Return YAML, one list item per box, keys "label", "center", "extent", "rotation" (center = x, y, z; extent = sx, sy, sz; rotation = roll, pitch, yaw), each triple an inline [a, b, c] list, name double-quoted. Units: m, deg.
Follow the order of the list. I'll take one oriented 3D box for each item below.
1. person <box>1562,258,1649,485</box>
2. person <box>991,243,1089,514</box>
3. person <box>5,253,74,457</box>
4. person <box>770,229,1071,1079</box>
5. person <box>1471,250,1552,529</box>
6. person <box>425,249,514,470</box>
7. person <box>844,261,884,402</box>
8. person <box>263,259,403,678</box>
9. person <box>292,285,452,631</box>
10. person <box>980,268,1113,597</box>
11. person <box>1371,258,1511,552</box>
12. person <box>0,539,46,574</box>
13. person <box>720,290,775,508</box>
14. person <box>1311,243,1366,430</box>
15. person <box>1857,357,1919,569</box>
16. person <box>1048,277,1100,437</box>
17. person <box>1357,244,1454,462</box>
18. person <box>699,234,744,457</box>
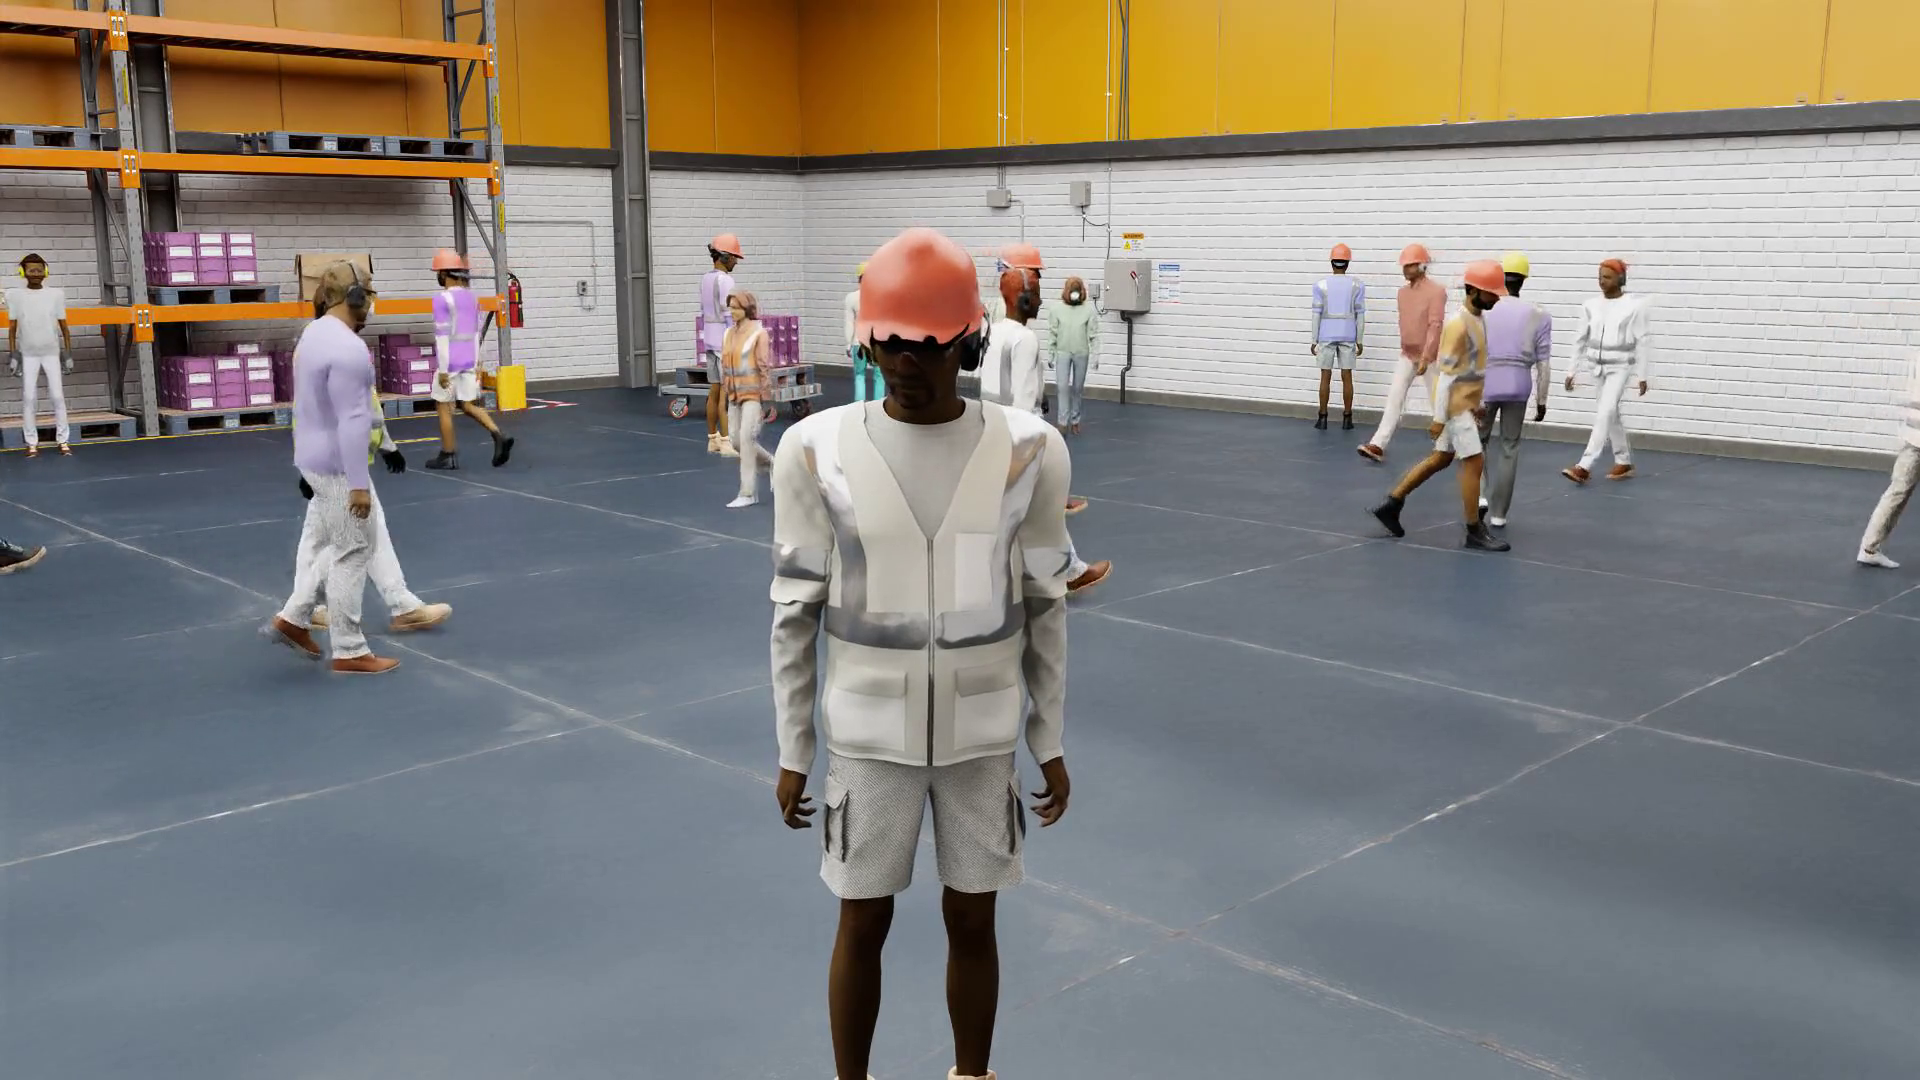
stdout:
- label: "person"
  center: [5.270, -1.374, 13.610]
  extent: [1.001, 1.828, 0.603]
  rotation: [-7, 13, -34]
- label: "person"
  center: [0.524, -1.074, 11.638]
  extent: [0.921, 1.959, 0.620]
  rotation: [0, 10, 2]
- label: "person"
  center: [-8.430, -1.687, 15.250]
  extent: [0.519, 1.860, 0.320]
  rotation: [-6, 12, -29]
- label: "person"
  center: [-0.071, 0.401, 3.382]
  extent: [0.615, 2.030, 0.398]
  rotation: [-1, 10, -6]
- label: "person"
  center: [3.734, -1.022, 11.443]
  extent: [0.622, 1.913, 0.401]
  rotation: [3, 11, 16]
- label: "person"
  center: [-4.263, -1.531, 14.264]
  extent: [0.786, 1.913, 0.549]
  rotation: [4, 11, 22]
- label: "person"
  center: [-0.955, -2.096, 17.783]
  extent: [0.552, 1.748, 0.363]
  rotation: [0, 10, 0]
- label: "person"
  center: [-2.854, -0.306, 7.558]
  extent: [0.484, 1.921, 0.658]
  rotation: [-6, 12, -28]
- label: "person"
  center: [-3.044, -0.418, 8.472]
  extent: [0.891, 1.798, 0.619]
  rotation: [-2, 11, -11]
- label: "person"
  center: [0.379, -0.555, 9.125]
  extent: [0.951, 1.832, 0.606]
  rotation: [-5, 11, -25]
- label: "person"
  center: [3.150, -0.884, 10.803]
  extent: [0.893, 1.888, 0.638]
  rotation: [5, 12, 27]
- label: "person"
  center: [-6.048, -0.698, 9.762]
  extent: [0.993, 1.889, 0.671]
  rotation: [-3, 11, -18]
- label: "person"
  center: [-1.556, -1.069, 12.541]
  extent: [0.522, 1.622, 0.610]
  rotation: [10, 14, 42]
- label: "person"
  center: [3.937, -2.116, 17.364]
  extent: [0.552, 1.937, 0.356]
  rotation: [1, 10, 8]
- label: "person"
  center: [5.877, -0.590, 9.975]
  extent: [0.853, 1.588, 0.533]
  rotation: [1, 10, 6]
- label: "person"
  center: [1.147, -1.827, 16.706]
  extent: [0.517, 1.589, 0.838]
  rotation: [0, 10, 2]
- label: "person"
  center: [4.034, -1.637, 14.746]
  extent: [1.009, 1.934, 0.622]
  rotation: [-6, 12, -30]
- label: "person"
  center: [-2.152, -1.777, 15.257]
  extent: [0.386, 2.034, 0.604]
  rotation: [-6, 12, -32]
